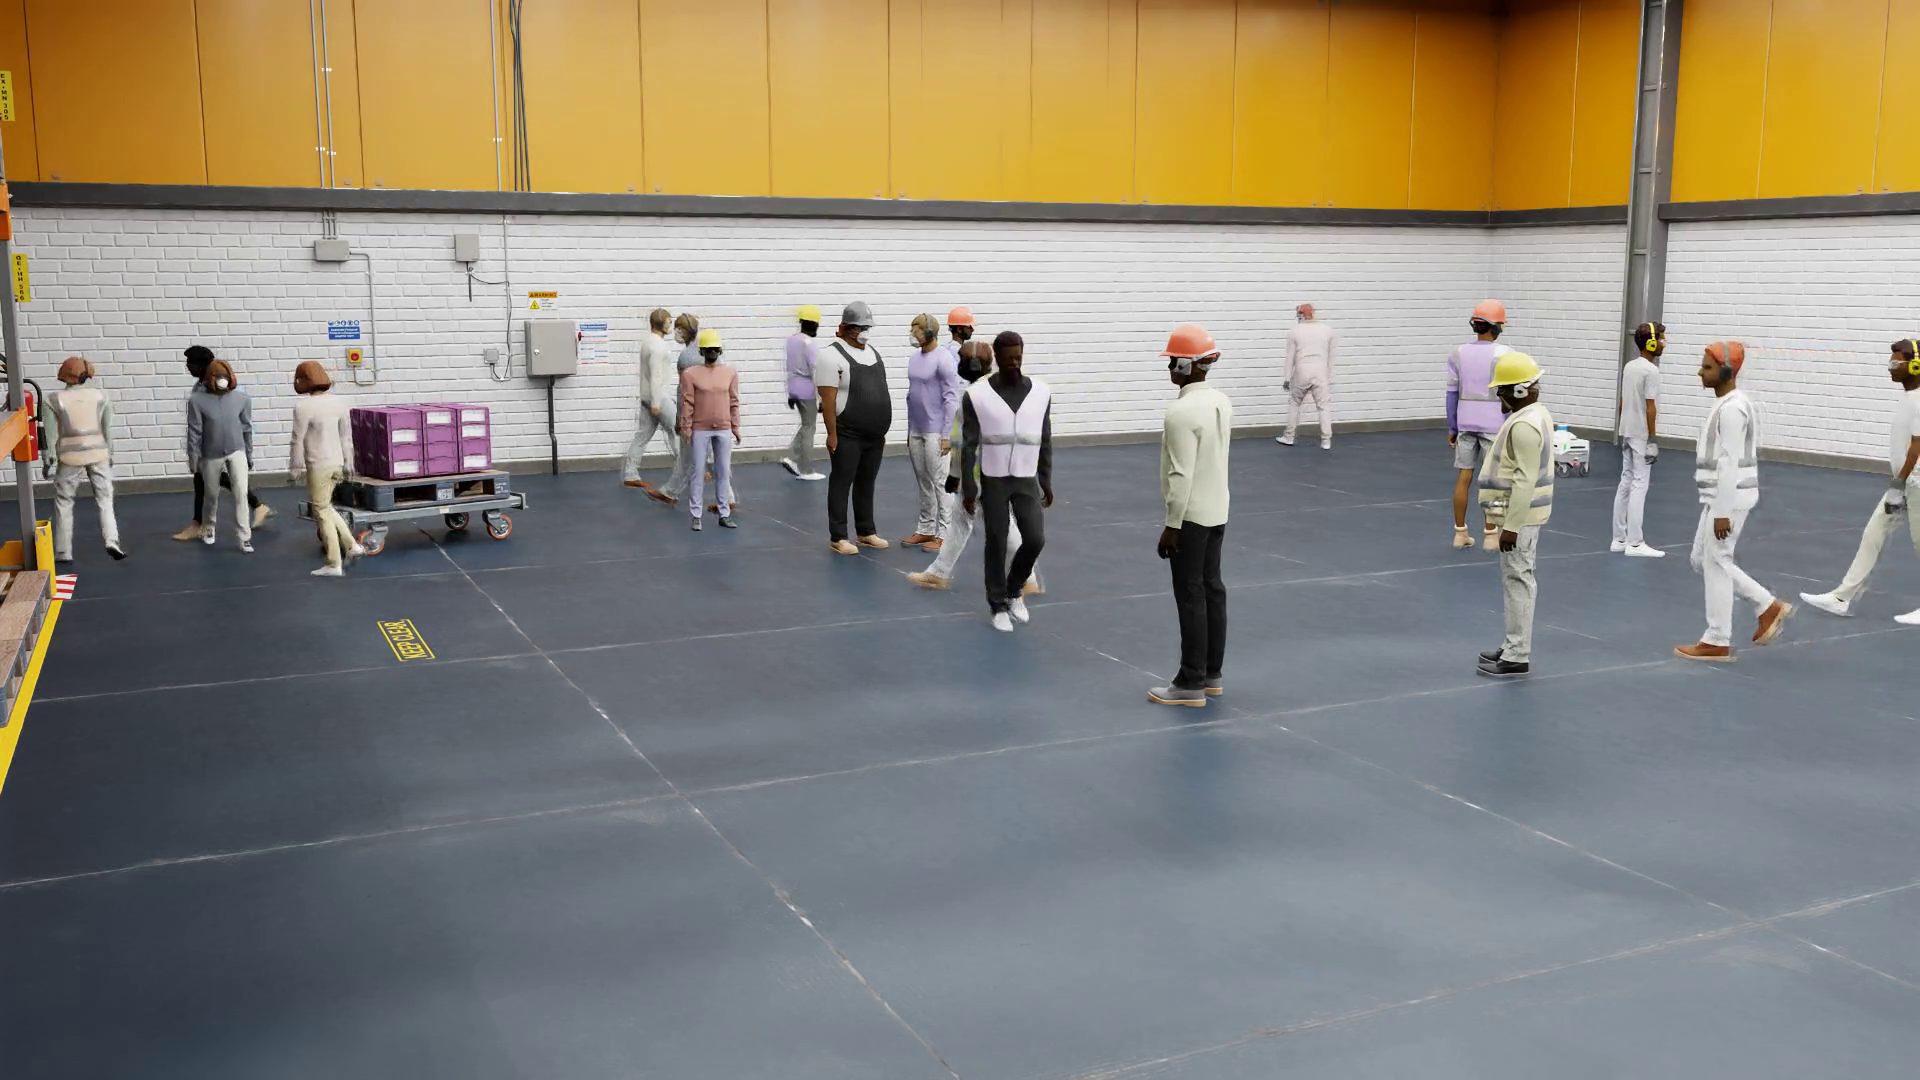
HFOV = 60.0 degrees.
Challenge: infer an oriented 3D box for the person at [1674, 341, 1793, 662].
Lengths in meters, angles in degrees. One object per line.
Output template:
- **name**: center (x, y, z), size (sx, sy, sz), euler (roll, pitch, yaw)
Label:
- **person**: center (4.508, -0.213, 9.624), size (0.545, 1.871, 0.593), euler (3, 10, 20)

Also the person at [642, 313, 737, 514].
- **person**: center (-2.551, -1.176, 15.592), size (1.008, 1.874, 0.666), euler (2, 9, 11)

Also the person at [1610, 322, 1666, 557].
- **person**: center (5.451, -0.806, 13.314), size (0.334, 1.873, 0.517), euler (0, 9, -3)

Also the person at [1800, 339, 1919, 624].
- **person**: center (5.943, -0.358, 10.670), size (0.914, 1.820, 0.558), euler (2, 9, 14)

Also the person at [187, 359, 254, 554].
- **person**: center (-6.062, -0.707, 13.612), size (0.510, 1.578, 0.899), euler (-6, 11, -33)

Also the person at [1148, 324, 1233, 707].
- **person**: center (1.210, -0.128, 8.717), size (0.384, 1.996, 0.610), euler (6, 11, 32)

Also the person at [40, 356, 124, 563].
- **person**: center (-6.814, -0.611, 12.866), size (0.558, 1.620, 0.536), euler (-9, 13, -43)

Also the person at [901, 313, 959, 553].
- **person**: center (-0.238, -0.869, 13.499), size (0.355, 1.936, 0.633), euler (-6, 11, -32)

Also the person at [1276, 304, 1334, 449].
- **person**: center (4.471, -2.105, 21.471), size (0.668, 1.848, 0.824), euler (-1, 9, -7)

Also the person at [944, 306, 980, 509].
- **person**: center (-0.002, -1.250, 15.856), size (0.361, 1.938, 0.546), euler (-2, 9, -10)

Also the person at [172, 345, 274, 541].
- **person**: center (-6.326, -0.842, 14.208), size (0.816, 1.667, 0.534), euler (-6, 11, -33)

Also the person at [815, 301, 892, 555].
- **person**: center (-0.805, -0.911, 13.438), size (0.538, 2.000, 0.690), euler (7, 12, 38)

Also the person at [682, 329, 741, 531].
- **person**: center (-2.180, -0.967, 14.633), size (0.524, 1.769, 0.314), euler (-4, 10, -25)

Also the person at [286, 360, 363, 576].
- **person**: center (-4.744, -0.523, 12.346), size (0.350, 1.615, 0.504), euler (2, 9, 15)

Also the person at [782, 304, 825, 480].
- **person**: center (-1.659, -1.590, 18.029), size (0.408, 1.913, 0.625), euler (-6, 11, -34)

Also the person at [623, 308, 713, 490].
- **person**: center (-3.058, -1.459, 17.313), size (1.014, 1.884, 0.635), euler (-4, 10, -22)

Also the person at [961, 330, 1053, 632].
- **person**: center (0.303, -0.365, 10.478), size (0.627, 1.900, 0.456), euler (-3, 10, -17)

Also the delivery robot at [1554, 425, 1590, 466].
- **delivery robot**: center (6.699, -1.038, 18.532), size (0.477, 0.478, 0.707), euler (-2, 9, -10)

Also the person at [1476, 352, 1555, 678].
- **person**: center (3.105, -0.138, 9.320), size (0.403, 1.823, 0.587), euler (4, 10, 22)

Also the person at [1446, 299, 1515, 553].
- **person**: center (4.237, -0.920, 13.478), size (0.385, 2.045, 0.605), euler (-9, 13, -43)

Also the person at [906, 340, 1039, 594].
- **person**: center (0.119, -0.497, 11.659), size (0.962, 1.795, 0.627), euler (1, 9, 5)
